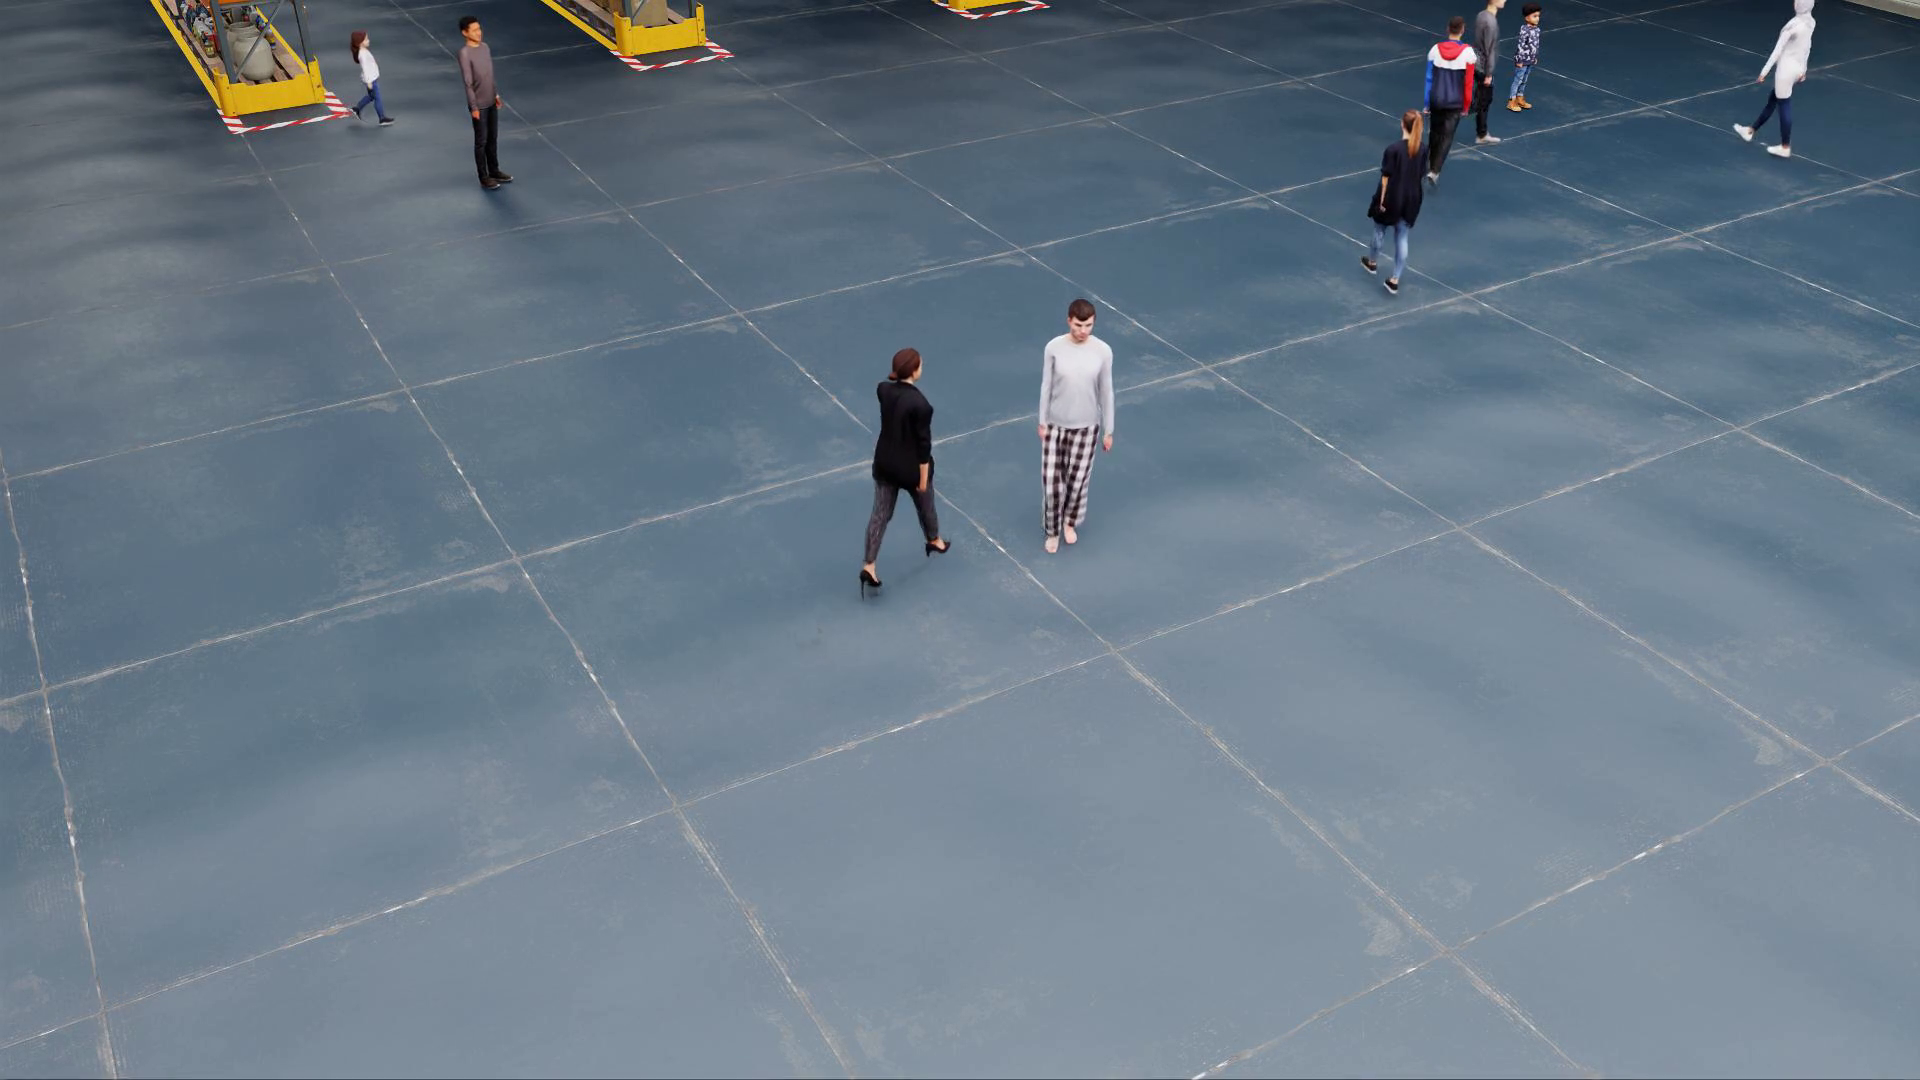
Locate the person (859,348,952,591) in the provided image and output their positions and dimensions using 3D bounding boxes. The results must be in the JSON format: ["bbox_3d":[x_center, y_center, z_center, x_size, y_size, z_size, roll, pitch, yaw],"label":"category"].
[{"bbox_3d":[-0.446,-0.426,10.927,1.138,1.669,0.984,24,39,33],"label":"person"}]

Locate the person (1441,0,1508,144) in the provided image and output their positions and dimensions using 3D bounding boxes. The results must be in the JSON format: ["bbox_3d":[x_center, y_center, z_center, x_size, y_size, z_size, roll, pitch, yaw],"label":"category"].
[{"bbox_3d":[5.733,-5.234,18.482,0.997,1.740,1.060,-1,32,-1],"label":"person"}]

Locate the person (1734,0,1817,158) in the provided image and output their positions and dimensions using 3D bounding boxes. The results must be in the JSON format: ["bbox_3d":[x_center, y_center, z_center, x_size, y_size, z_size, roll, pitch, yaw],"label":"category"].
[{"bbox_3d":[9.130,-5.055,18.195,0.665,1.743,1.011,-19,37,-27],"label":"person"}]

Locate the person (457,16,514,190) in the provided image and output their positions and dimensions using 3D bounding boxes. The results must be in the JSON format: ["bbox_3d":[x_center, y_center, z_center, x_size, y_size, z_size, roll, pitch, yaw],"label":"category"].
[{"bbox_3d":[-5.028,-4.604,17.457,0.749,1.769,0.717,-22,38,-30],"label":"person"}]

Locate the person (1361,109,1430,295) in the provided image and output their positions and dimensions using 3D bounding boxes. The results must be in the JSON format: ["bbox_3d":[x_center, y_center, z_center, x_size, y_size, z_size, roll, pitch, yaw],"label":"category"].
[{"bbox_3d":[4.015,-3.030,15.070,0.833,1.652,1.023,-5,33,-8],"label":"person"}]

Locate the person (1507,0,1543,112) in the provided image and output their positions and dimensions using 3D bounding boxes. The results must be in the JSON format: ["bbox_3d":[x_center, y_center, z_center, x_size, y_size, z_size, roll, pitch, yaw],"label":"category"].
[{"bbox_3d":[6.721,-5.749,19.756,0.523,1.251,0.533,-23,39,-32],"label":"person"}]

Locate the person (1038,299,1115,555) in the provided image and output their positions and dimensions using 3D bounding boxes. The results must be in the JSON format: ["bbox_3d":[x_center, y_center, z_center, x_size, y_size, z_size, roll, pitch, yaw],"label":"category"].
[{"bbox_3d":[0.774,-0.838,11.421,0.818,1.838,0.863,2,32,3],"label":"person"}]

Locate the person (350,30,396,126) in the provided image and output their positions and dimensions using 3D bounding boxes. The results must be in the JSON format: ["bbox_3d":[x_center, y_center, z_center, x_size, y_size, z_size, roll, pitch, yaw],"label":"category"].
[{"bbox_3d":[-6.895,-5.352,19.270,0.619,1.099,0.689,-7,33,-11],"label":"person"}]

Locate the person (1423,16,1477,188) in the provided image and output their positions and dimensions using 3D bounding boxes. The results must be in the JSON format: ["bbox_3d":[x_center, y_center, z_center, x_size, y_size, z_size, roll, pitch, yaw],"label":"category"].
[{"bbox_3d":[5.078,-4.566,17.436,1.178,1.725,1.134,14,35,21],"label":"person"}]
